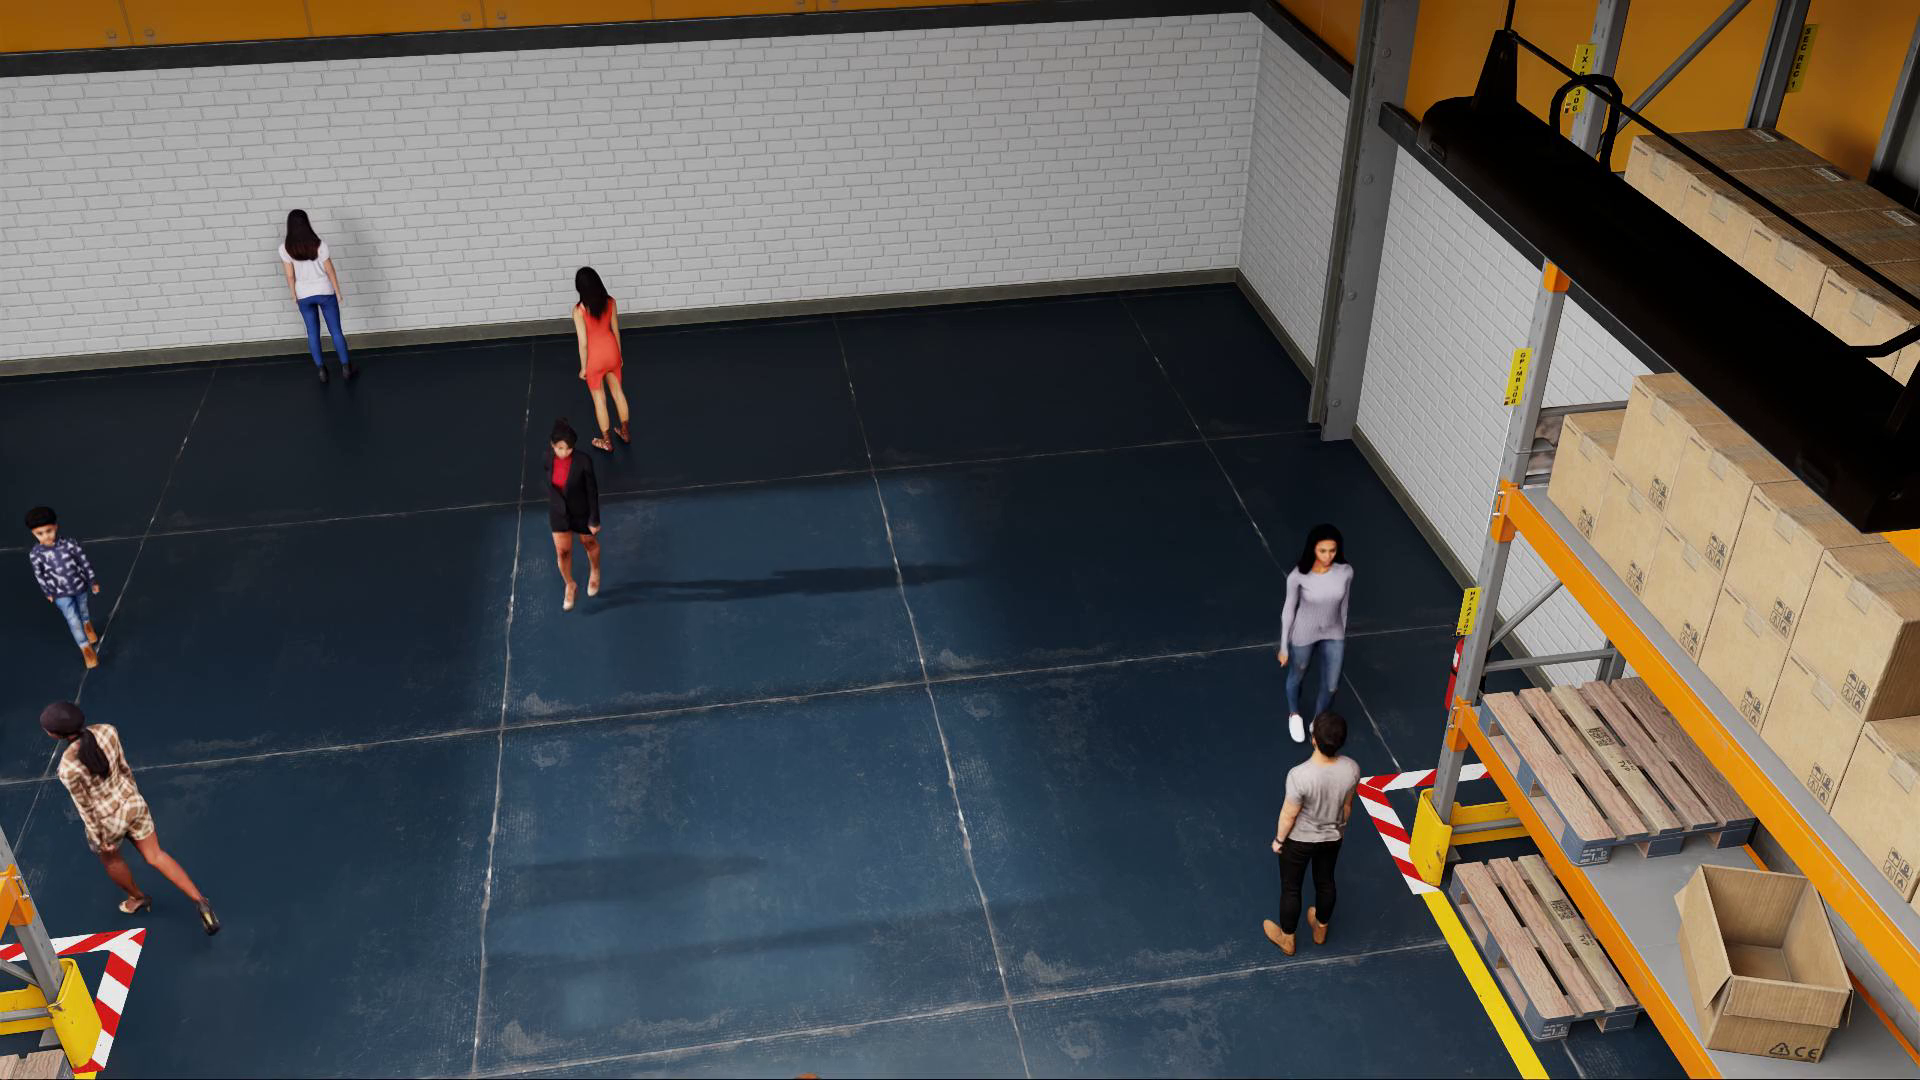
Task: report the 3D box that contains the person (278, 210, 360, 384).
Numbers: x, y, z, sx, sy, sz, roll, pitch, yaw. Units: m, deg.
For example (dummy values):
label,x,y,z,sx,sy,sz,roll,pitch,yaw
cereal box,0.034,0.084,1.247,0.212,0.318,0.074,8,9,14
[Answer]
label,x,y,z,sx,sy,sz,roll,pitch,yaw
person,-5.961,-2.241,15.406,0.603,1.683,0.523,-4,34,-6

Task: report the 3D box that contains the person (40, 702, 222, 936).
label,x,y,z,sx,sy,sz,roll,pitch,yaw
person,-4.749,1.631,9.515,1.000,1.755,1.085,16,37,23

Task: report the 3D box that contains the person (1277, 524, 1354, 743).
label,x,y,z,sx,sy,sz,roll,pitch,yaw
person,2.338,0.587,11.115,0.669,1.724,0.669,-3,34,-5

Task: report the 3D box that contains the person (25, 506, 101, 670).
label,x,y,z,sx,sy,sz,roll,pitch,yaw
person,-6.453,0.287,12.015,0.737,1.226,0.907,-23,40,-30

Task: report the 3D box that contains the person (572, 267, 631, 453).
label,x,y,z,sx,sy,sz,roll,pitch,yaw
person,-3.094,-1.560,14.350,0.667,1.718,0.696,-28,43,-35

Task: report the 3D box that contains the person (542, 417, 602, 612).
label,x,y,z,sx,sy,sz,roll,pitch,yaw
person,-2.876,-0.211,12.419,0.681,1.608,0.765,8,35,12

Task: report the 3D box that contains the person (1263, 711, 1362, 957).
label,x,y,z,sx,sy,sz,roll,pitch,yaw
person,2.015,1.666,9.491,0.620,1.724,0.547,-9,35,-13
